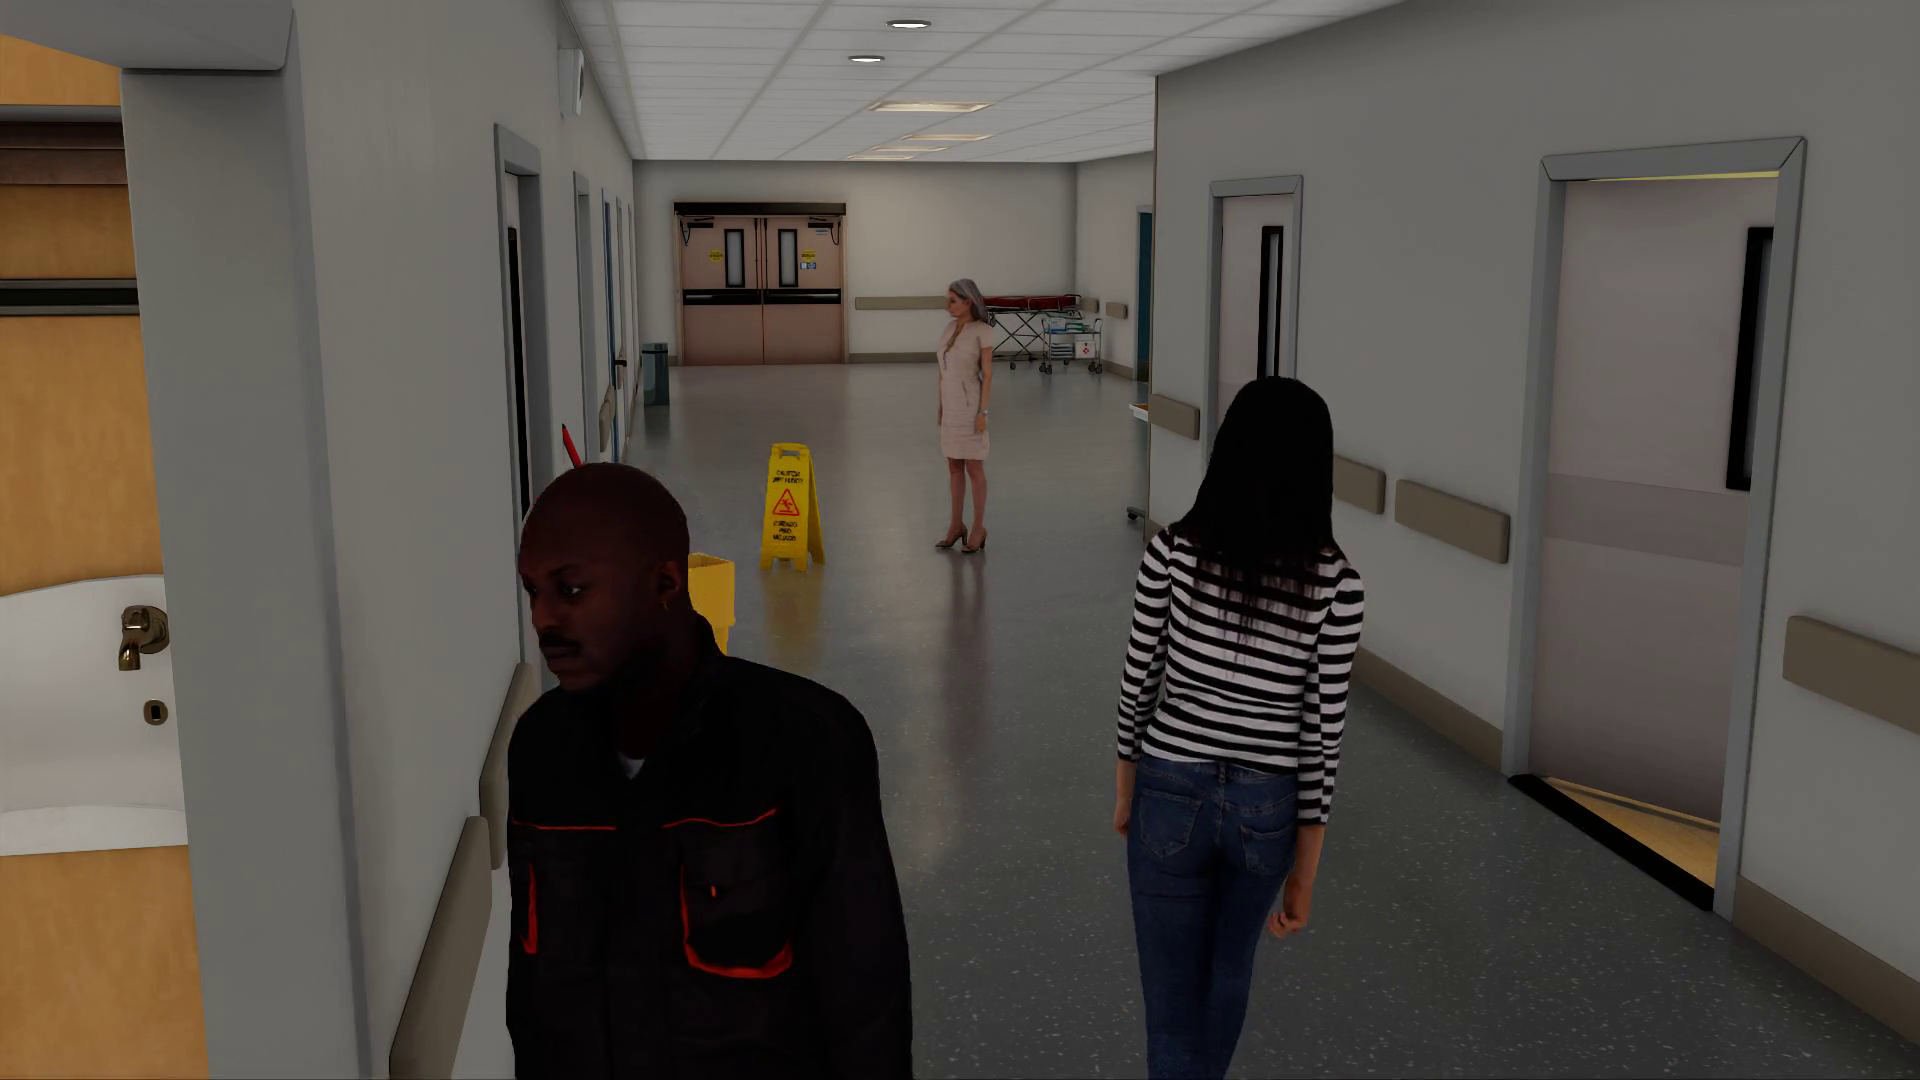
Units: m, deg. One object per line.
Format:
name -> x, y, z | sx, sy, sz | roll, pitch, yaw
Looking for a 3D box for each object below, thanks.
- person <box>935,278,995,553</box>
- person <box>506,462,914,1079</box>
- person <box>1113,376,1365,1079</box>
person -> 0.031, -0.796, 10.613 | 0.753, 1.737, 0.662 | -10, 15, -43
person -> -0.276, 0.790, 2.149 | 0.978, 1.776, 1.214 | 1, 11, 8
person -> 0.473, 0.629, 3.069 | 0.840, 1.731, 1.239 | 1, 11, 3
